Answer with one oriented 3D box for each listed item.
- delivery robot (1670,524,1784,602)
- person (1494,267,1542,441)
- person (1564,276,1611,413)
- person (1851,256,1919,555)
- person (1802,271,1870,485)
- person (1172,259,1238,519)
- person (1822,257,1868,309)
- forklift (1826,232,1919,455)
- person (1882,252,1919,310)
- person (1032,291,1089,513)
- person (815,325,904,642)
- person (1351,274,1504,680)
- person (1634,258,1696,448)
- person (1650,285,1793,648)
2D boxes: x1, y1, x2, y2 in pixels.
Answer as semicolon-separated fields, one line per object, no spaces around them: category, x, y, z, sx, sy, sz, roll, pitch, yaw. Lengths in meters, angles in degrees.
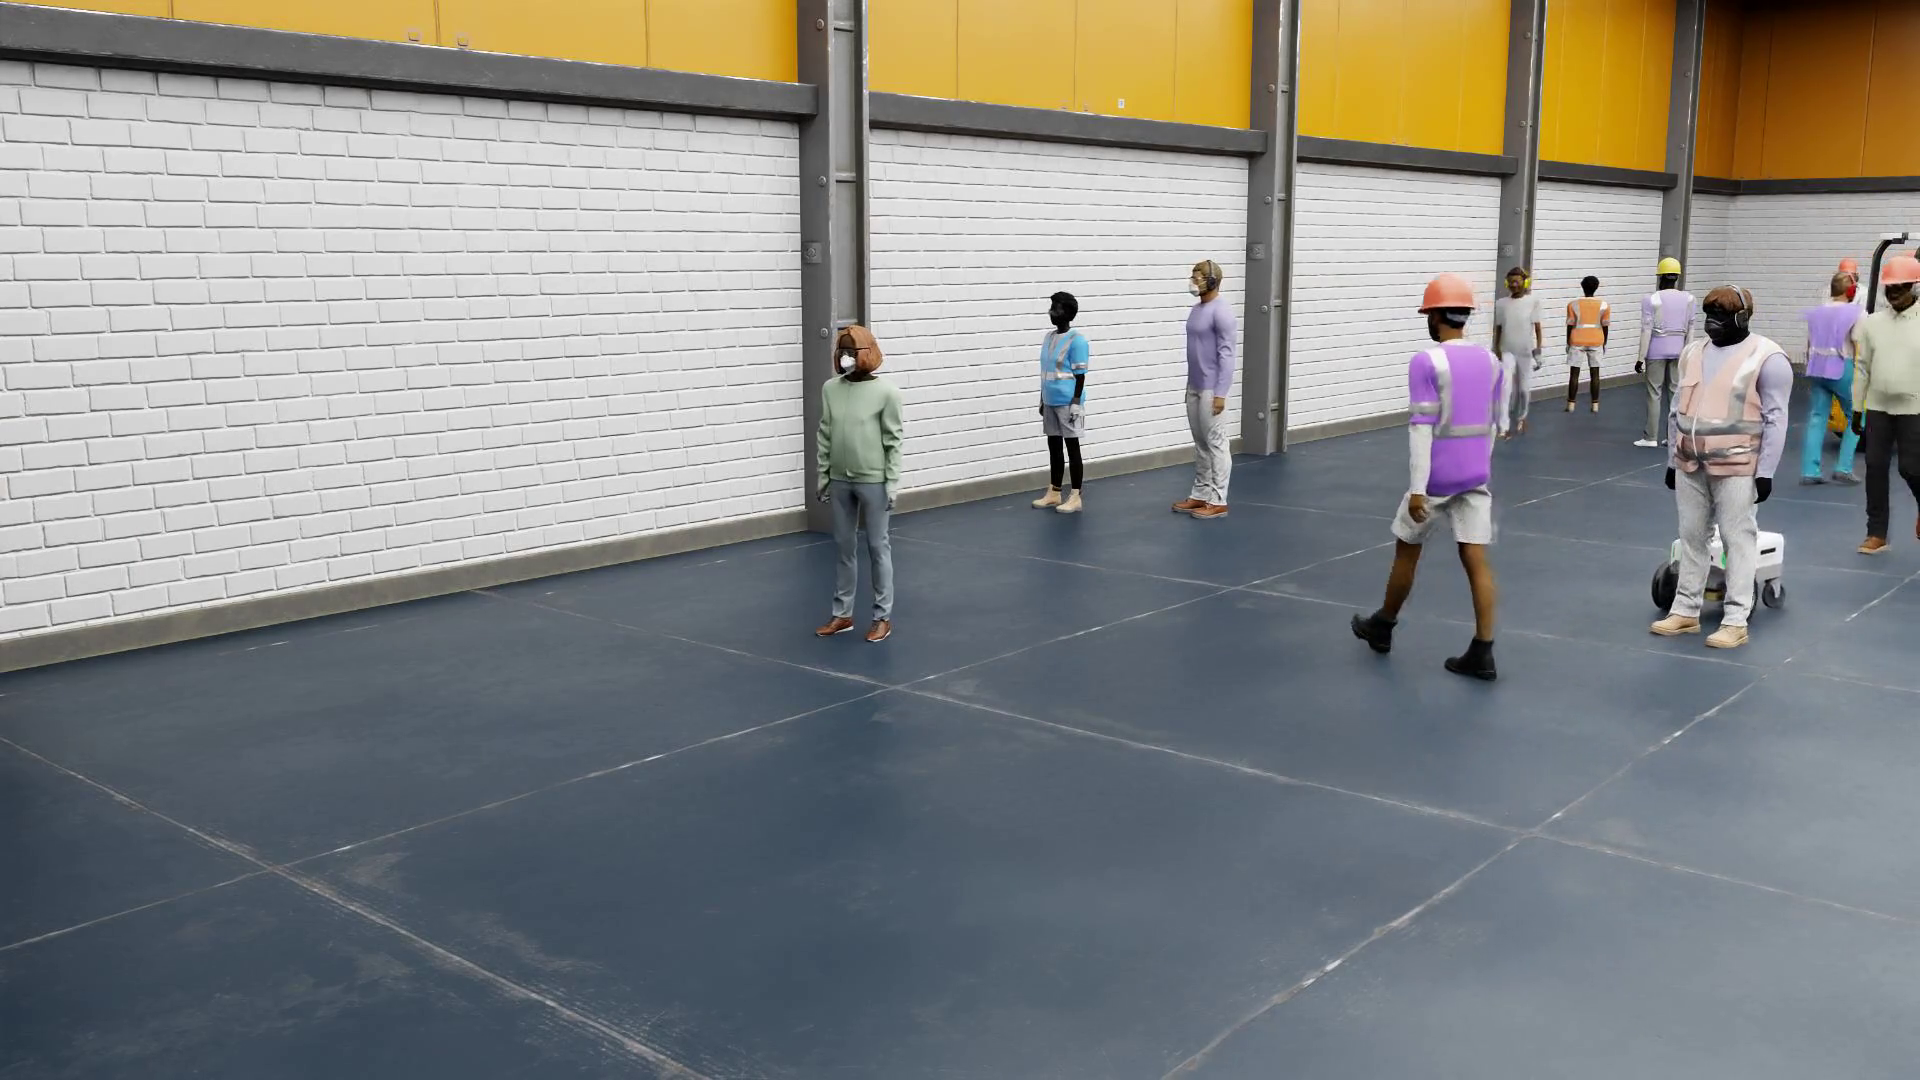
delivery robot;4.293;0.082;9.298;0.707;0.478;0.477;-8;13;-38
person;5.985;-2.004;17.832;0.527;1.833;0.928;4;11;23
person;7.753;-2.416;20.563;0.524;1.690;0.320;2;10;12
person;6.273;-0.892;11.059;0.626;1.976;0.644;-7;12;-35
person;7.524;-1.368;14.198;0.645;1.823;0.608;-4;11;-23
person;1.865;-1.128;12.540;0.374;1.933;0.627;-3;10;-14
person;11.460;-2.707;21.596;0.546;1.919;0.629;4;11;24
forklift;9.955;-1.972;16.595;2.313;2.155;1.214;1;10;8
person;11.442;-2.476;20.070;1.071;1.986;0.633;-4;11;-23
person;0.782;-1.061;12.820;0.318;1.700;0.535;-6;12;-32
person;-0.528;-0.291;8.617;0.500;1.634;0.276;5;11;28
person;2.292;-0.318;8.024;0.590;1.892;0.984;-5;11;-24
person;7.147;-1.894;16.907;0.594;1.925;0.370;-2;10;-10
person;3.875;-0.375;8.508;0.429;1.841;0.634;-5;11;-28
